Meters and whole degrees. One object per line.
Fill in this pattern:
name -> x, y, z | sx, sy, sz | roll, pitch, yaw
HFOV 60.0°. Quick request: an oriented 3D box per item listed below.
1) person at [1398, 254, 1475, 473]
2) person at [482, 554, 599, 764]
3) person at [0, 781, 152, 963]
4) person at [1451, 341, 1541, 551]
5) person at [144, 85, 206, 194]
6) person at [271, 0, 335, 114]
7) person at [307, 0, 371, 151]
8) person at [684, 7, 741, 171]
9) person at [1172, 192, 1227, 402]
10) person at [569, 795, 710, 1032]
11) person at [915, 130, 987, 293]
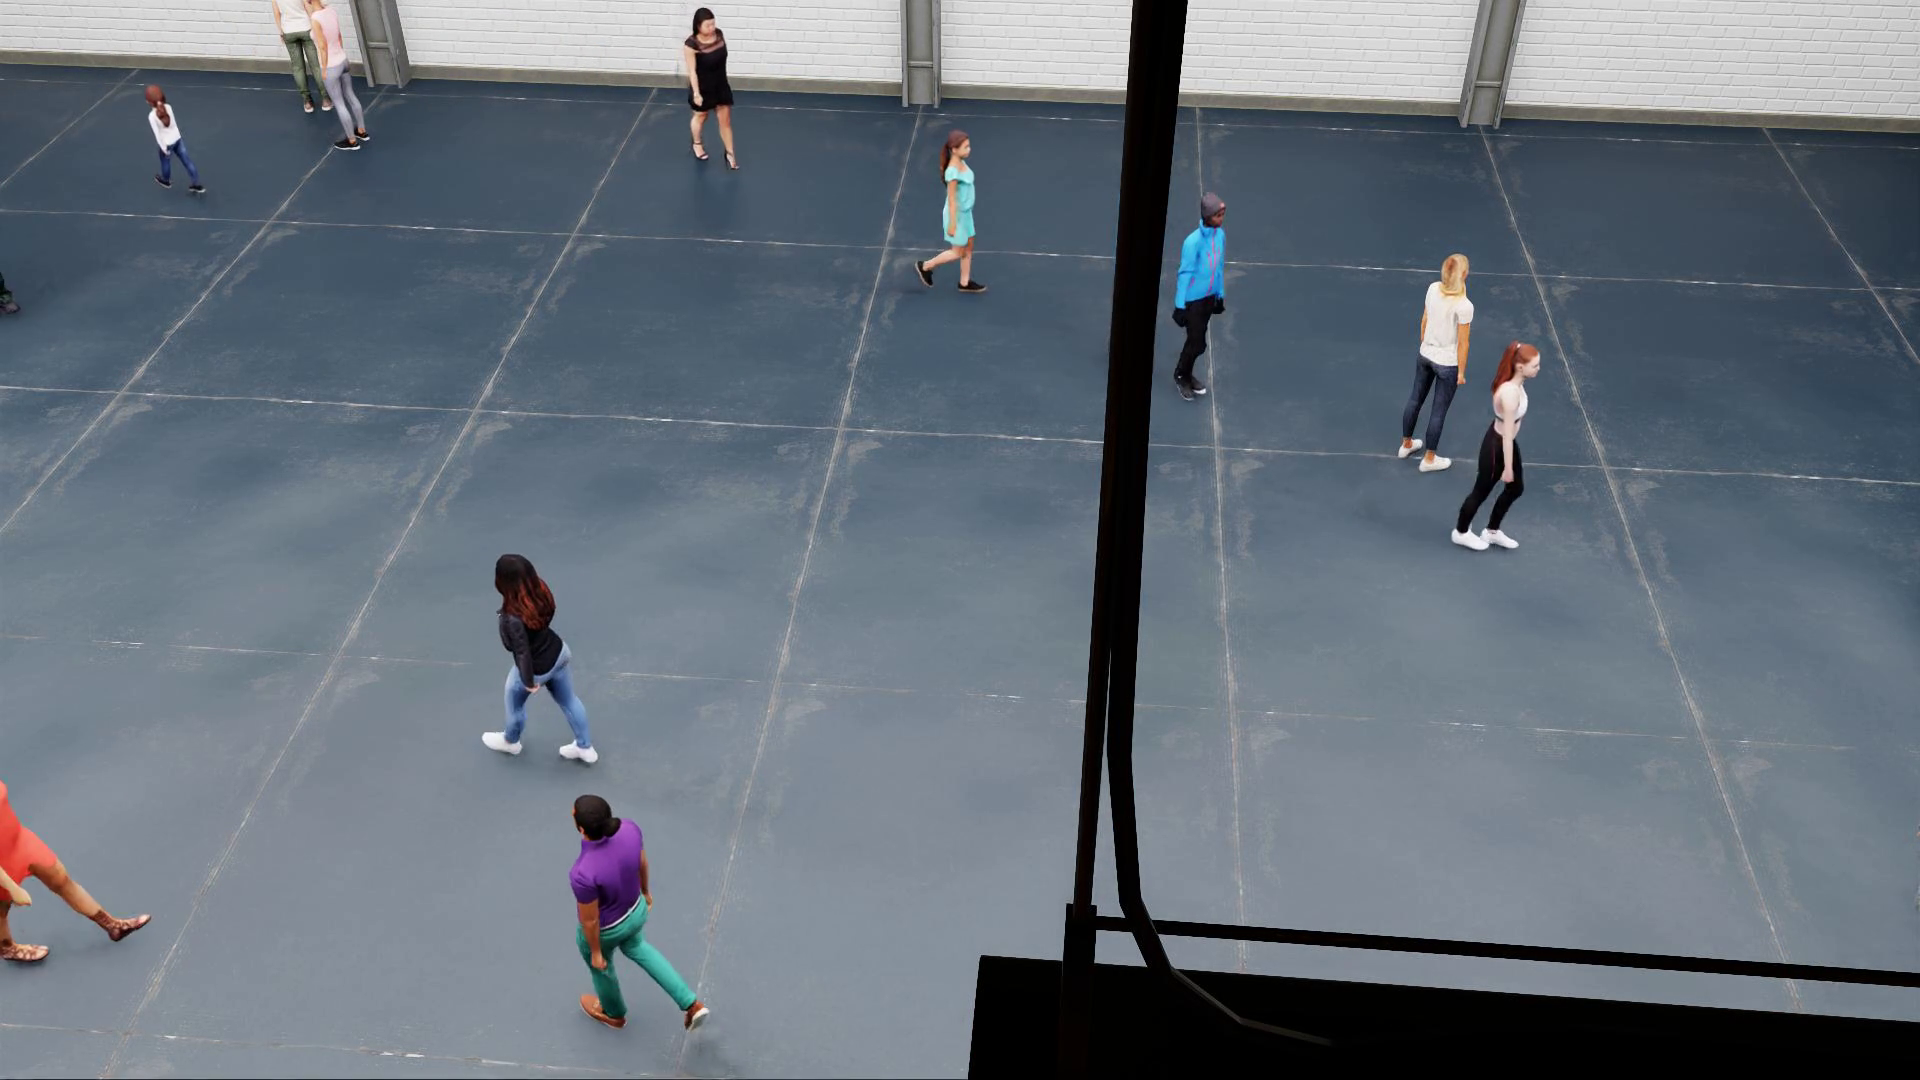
person -> 3.578, -1.331, 12.437 | 0.705, 1.808, 0.671 | -22, 44, -25
person -> -2.460, 0.748, 9.993 | 1.034, 1.608, 0.785 | 12, 40, 15
person -> -5.135, 1.686, 8.763 | 1.100, 1.678, 0.754 | -4, 39, -5
person -> 3.673, -0.644, 11.636 | 0.794, 1.733, 0.722 | 16, 41, 19
person -> -7.666, -3.886, 16.217 | 0.848, 1.083, 0.641 | 19, 42, 22
person -> -7.002, -5.366, 17.613 | 0.549, 1.653, 0.684 | -6, 39, -8
person -> -6.350, -4.825, 16.881 | 0.554, 1.723, 0.593 | 10, 40, 12
person -> -2.537, -4.500, 16.511 | 0.970, 1.675, 1.037 | -31, 48, -33
person -> 1.822, -1.961, 13.246 | 0.738, 1.782, 0.782 | -32, 48, -33
person -> -1.670, 1.947, 8.378 | 1.103, 1.751, 0.886 | 19, 42, 22
person -> -0.083, -2.852, 14.551 | 0.860, 1.547, 0.574 | 5, 39, 6
